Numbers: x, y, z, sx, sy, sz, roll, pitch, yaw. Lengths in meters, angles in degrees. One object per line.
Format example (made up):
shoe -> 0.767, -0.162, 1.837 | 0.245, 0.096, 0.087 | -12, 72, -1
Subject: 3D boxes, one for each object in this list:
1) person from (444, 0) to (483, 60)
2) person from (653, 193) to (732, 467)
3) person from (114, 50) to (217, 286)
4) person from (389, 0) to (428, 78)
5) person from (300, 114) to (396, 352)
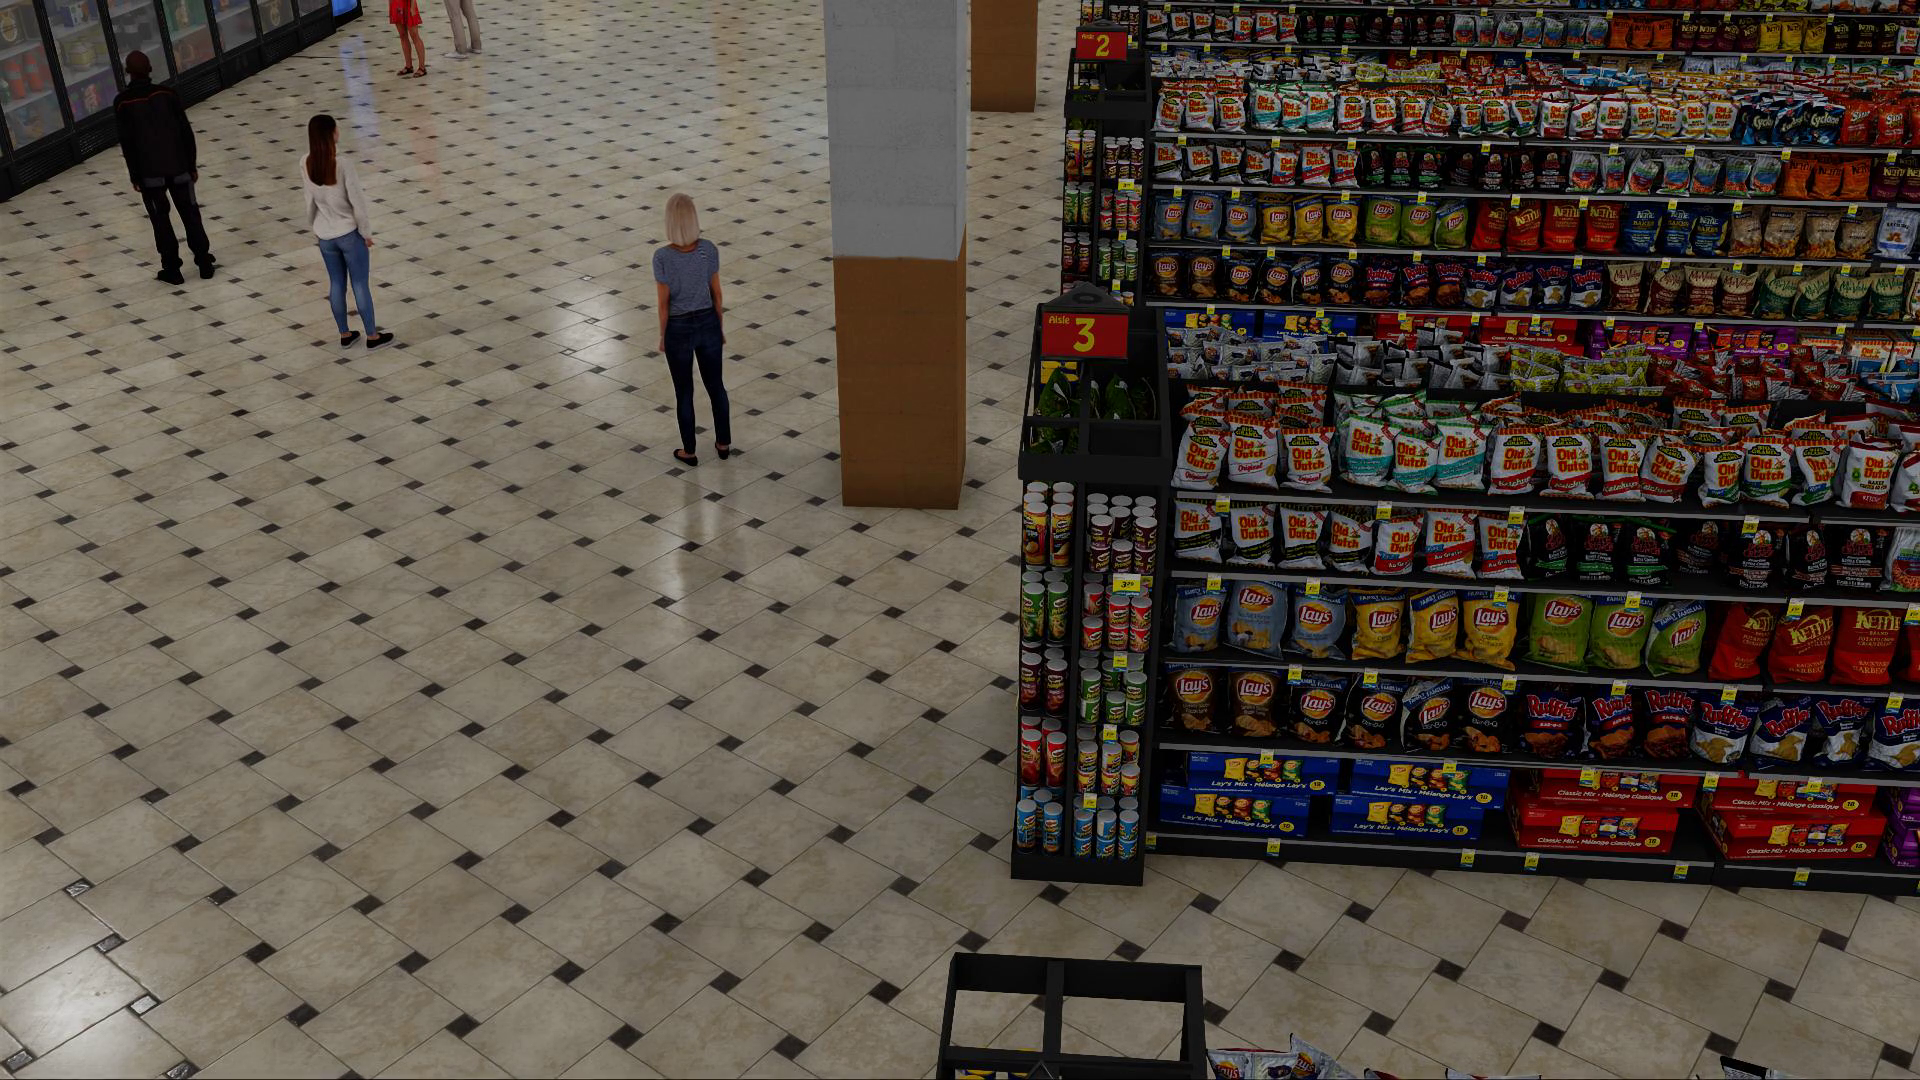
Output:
person -> -6.125, -6.815, 20.146 | 0.689, 1.860, 0.754 | 13, 31, 22
person -> -1.630, -1.276, 10.144 | 0.611, 1.722, 0.716 | -13, 31, -23
person -> -6.255, -2.921, 13.051 | 0.778, 1.825, 0.855 | -19, 34, -31
person -> -6.455, -6.214, 19.324 | 0.600, 1.593, 0.709 | 14, 32, 24
person -> -4.396, -2.180, 11.831 | 0.556, 1.692, 0.718 | 8, 30, 14
